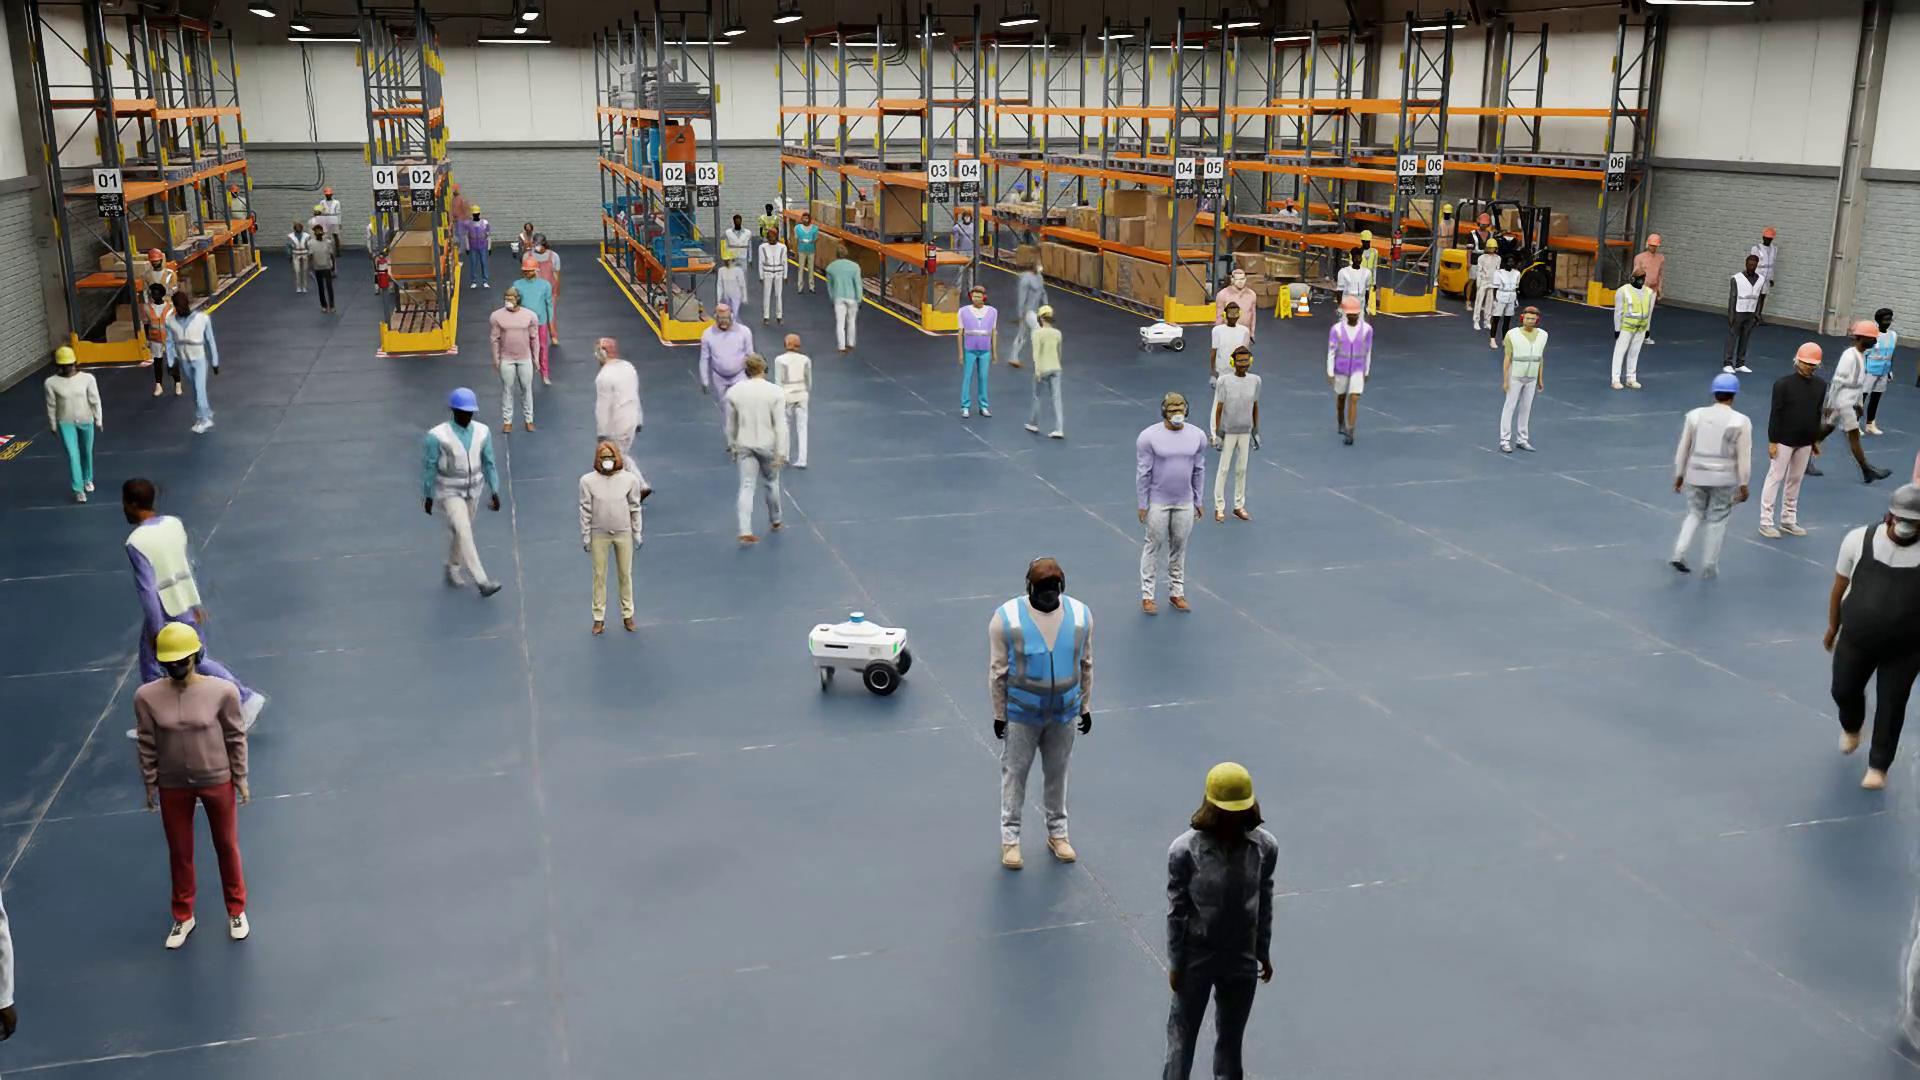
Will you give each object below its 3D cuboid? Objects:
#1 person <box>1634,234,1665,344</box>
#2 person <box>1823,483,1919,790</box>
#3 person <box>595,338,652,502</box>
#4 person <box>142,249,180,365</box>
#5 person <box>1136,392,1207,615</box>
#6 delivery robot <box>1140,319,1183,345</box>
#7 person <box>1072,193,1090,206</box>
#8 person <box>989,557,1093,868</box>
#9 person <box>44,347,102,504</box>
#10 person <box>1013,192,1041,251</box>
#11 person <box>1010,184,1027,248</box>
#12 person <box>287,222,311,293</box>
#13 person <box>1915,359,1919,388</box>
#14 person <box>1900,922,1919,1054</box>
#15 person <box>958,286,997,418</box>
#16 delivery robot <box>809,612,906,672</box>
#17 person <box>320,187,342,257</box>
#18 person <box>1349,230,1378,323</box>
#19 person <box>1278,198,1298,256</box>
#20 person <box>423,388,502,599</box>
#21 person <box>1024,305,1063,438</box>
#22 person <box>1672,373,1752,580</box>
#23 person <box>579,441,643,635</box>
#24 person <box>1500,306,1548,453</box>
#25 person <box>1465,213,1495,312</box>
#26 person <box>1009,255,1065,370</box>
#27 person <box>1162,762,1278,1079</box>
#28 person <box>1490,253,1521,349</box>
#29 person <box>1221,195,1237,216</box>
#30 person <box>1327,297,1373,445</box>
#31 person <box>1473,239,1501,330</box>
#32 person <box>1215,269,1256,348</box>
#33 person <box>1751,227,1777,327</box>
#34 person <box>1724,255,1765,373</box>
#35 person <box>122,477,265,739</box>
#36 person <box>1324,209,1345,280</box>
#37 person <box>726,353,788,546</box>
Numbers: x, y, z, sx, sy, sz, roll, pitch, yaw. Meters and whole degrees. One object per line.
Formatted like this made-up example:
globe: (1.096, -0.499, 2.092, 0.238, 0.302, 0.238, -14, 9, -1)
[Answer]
person: (12.433, -4.529, 30.076, 0.613, 1.991, 0.392, -3, 15, -13)
person: (5.970, 0.588, 10.724, 0.708, 2.000, 0.630, 11, 18, 35)
person: (-3.671, -1.235, 17.892, 0.440, 1.881, 0.706, 7, 16, 23)
person: (-13.310, -3.885, 27.751, 0.546, 1.939, 0.375, -3, 15, -13)
person: (1.818, -0.321, 14.341, 0.629, 1.940, 0.379, -3, 15, -13)
delivery robot: (3.548, -3.640, 29.303, 0.707, 0.478, 0.477, -4, 15, -15)
person: (3.262, -8.469, 45.000, 0.546, 1.939, 0.375, -3, 15, -13)
person: (0.478, 0.986, 9.609, 0.624, 1.845, 0.430, -3, 15, -13)
person: (-9.855, -1.320, 18.522, 0.522, 1.718, 0.906, -10, 18, -33)
person: (1.965, -9.323, 48.647, 0.789, 1.711, 0.479, 1, 15, 4)
person: (1.820, -9.604, 49.344, 0.617, 1.890, 1.001, -10, 18, -34)
person: (-15.024, -6.423, 37.926, 0.512, 1.599, 0.793, -8, 17, -28)
person: (15.009, -3.271, 25.452, 0.546, 1.934, 0.376, -3, 15, -13)
person: (4.569, 1.567, 7.321, 0.617, 1.884, 0.992, 0, 15, -2)
person: (0.241, -2.629, 23.215, 0.564, 1.840, 0.397, -3, 15, -13)
delivery robot: (-0.778, 0.791, 12.627, 0.707, 0.478, 0.477, 3, 15, 11)
person: (-17.644, -8.914, 46.677, 0.546, 1.939, 0.375, -3, 15, -13)
person: (7.694, -4.940, 31.743, 0.588, 1.928, 0.384, -3, 15, -13)
person: (8.855, -8.344, 44.885, 0.564, 1.752, 0.338, -3, 15, -13)
person: (-4.409, -0.426, 14.836, 1.042, 1.877, 0.622, 13, 19, 40)
person: (1.138, -2.223, 21.941, 0.535, 1.694, 0.880, -9, 17, -30)
person: (6.935, -0.579, 15.336, 0.521, 1.923, 0.656, -12, 19, -39)
person: (-2.889, -0.026, 13.814, 0.500, 1.633, 0.286, -3, 15, -13)
person: (7.088, -2.029, 20.955, 0.564, 1.840, 0.397, -3, 15, -13)
person: (10.853, -5.781, 34.695, 0.608, 2.040, 0.394, -3, 15, -13)
person: (1.239, -3.688, 27.110, 1.052, 1.877, 0.634, 6, 16, 23)
person: (1.090, 1.742, 6.950, 0.486, 1.744, 0.311, -3, 15, -13)
person: (9.705, -4.255, 29.607, 0.535, 1.697, 0.322, -3, 15, -13)
person: (8.014, -9.654, 49.640, 0.507, 1.846, 0.351, -3, 15, -13)
person: (5.070, -2.246, 21.693, 0.556, 1.892, 0.981, 3, 15, 10)
person: (10.183, -4.931, 32.061, 0.486, 1.744, 0.311, -3, 15, -13)
person: (4.108, -3.065, 24.727, 0.643, 1.910, 0.400, -3, 15, -13)
person: (15.646, -5.121, 32.415, 0.546, 1.934, 0.376, -3, 15, -13)
person: (12.720, -3.671, 26.995, 0.590, 1.916, 0.399, -3, 15, -13)
person: (-5.364, 0.483, 11.444, 0.884, 1.885, 0.606, 1, 15, 5)
person: (9.172, -7.211, 40.641, 0.486, 1.744, 0.311, -3, 15, -13)
person: (-2.022, -0.914, 16.679, 0.660, 1.875, 1.047, 2, 15, 7)
